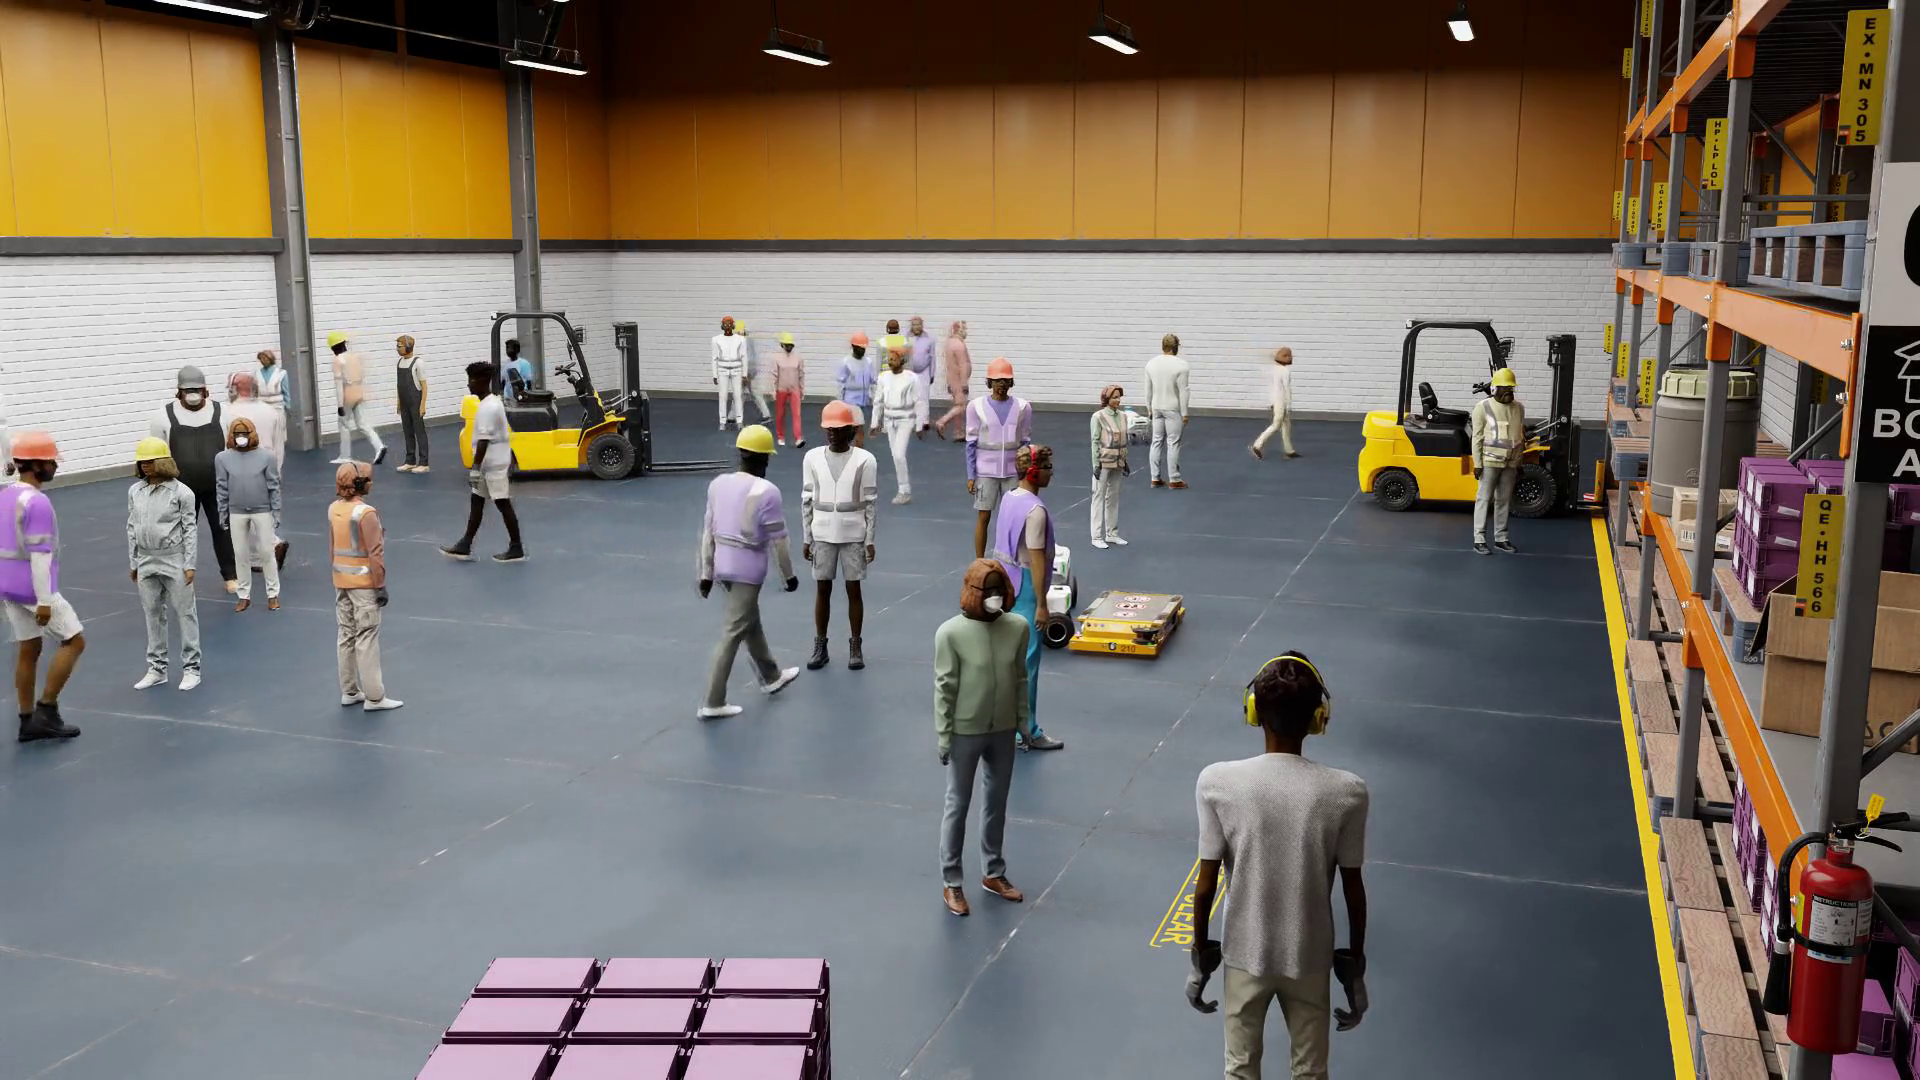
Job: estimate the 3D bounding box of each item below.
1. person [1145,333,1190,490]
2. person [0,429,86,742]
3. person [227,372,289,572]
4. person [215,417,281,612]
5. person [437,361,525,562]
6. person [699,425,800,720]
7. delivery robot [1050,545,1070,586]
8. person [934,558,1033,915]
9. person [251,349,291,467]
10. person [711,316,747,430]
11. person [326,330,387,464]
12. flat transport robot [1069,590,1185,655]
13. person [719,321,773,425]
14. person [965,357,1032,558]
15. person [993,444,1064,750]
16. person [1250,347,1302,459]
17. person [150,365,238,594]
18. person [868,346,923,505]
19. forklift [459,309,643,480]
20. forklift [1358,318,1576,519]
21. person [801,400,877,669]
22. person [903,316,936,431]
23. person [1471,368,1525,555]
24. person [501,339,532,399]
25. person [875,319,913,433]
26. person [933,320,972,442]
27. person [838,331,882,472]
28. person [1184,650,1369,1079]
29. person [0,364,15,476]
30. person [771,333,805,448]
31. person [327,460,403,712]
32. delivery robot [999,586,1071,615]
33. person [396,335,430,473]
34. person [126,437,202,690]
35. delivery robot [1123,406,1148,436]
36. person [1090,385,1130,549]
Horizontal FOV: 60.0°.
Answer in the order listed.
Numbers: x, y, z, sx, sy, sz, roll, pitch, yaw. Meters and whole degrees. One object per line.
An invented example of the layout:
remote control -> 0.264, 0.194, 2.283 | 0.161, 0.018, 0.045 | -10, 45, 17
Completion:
person -> 2.580, -1.596, 20.695 | 0.628, 1.939, 0.375 | 9, 13, 41
person -> -5.610, 0.289, 10.133 | 0.556, 1.918, 0.445 | 7, 13, 36
person -> -6.466, -0.600, 15.241 | 0.676, 1.882, 0.654 | 4, 11, 20
person -> -5.885, -0.212, 13.786 | 0.501, 1.626, 0.282 | -2, 10, -12
person -> -4.602, -0.725, 15.796 | 0.913, 1.927, 0.638 | -2, 10, -12
person -> -1.333, 0.191, 10.808 | 0.587, 1.869, 0.992 | 9, 14, 43
delivery robot -> 0.754, 0.213, 14.140 | 0.477, 0.478, 0.707 | 1, 10, 6
person -> 0.111, 0.881, 7.602 | 0.503, 1.632, 0.274 | -6, 12, -30
person -> -9.383, -1.792, 22.692 | 0.522, 1.624, 0.400 | -1, 10, -4
person -> -3.769, -2.721, 27.218 | 0.574, 1.875, 0.345 | -2, 10, -9
person -> -8.364, -1.957, 22.949 | 0.844, 1.877, 0.621 | 3, 11, 17
flat transport robot -> 1.318, 0.622, 12.899 | 0.652, 0.197, 1.431 | 3, 10, 16
person -> -3.592, -2.797, 27.973 | 0.928, 1.768, 0.608 | 2, 10, 11
person -> 0.353, -0.608, 14.833 | 0.605, 2.045, 0.377 | -2, 10, -13
person -> 0.385, 0.339, 10.057 | 0.396, 1.847, 0.565 | -3, 11, -17
person -> 4.494, -1.939, 23.577 | 0.791, 1.606, 0.511 | -2, 10, -10
person -> -6.543, -0.513, 14.307 | 0.701, 2.000, 0.536 | -5, 11, -28
person -> -0.751, -1.333, 19.459 | 0.588, 1.855, 0.619 | 8, 13, 37
forklift -> -5.354, -1.902, 21.697 | 2.313, 2.155, 1.214 | -2, 10, -13
forklift -> 5.787, -1.437, 19.079 | 2.313, 2.155, 1.214 | 3, 11, 19
person -> -0.865, -0.032, 11.884 | 0.542, 1.939, 0.365 | 1, 10, 5
person -> -0.714, -2.713, 27.216 | 0.652, 1.863, 0.964 | 0, 10, -3
person -> 5.306, -0.774, 16.366 | 0.590, 1.833, 0.404 | -4, 11, -20
person -> -6.560, -2.157, 24.678 | 0.545, 1.649, 0.880 | 6, 12, 32
person -> -1.068, -2.644, 26.891 | 0.622, 1.838, 0.429 | -2, 10, -14
person -> -0.081, -2.421, 25.472 | 0.595, 1.889, 0.654 | -2, 10, -11
person -> -1.428, -1.868, 22.379 | 0.553, 1.904, 0.968 | -9, 14, -42
person -> 0.929, 1.247, 4.883 | 0.535, 1.868, 0.309 | 2, 10, 10
person -> -9.598, -0.853, 16.315 | 0.663, 2.010, 0.541 | 3, 11, 18
person -> -2.564, -2.228, 24.885 | 0.548, 1.716, 0.935 | -4, 11, -19
person -> -3.918, 0.301, 10.850 | 0.513, 1.642, 0.313 | 8, 13, 38
delivery robot -> 0.487, 0.473, 12.678 | 0.707, 0.478, 0.477 | 0, 10, 0
person -> -7.308, -1.806, 22.147 | 0.517, 1.841, 0.325 | 6, 12, 31
person -> -5.439, 0.163, 11.342 | 0.485, 1.744, 0.294 | 1, 10, 6
delivery robot -> 2.575, -1.804, 25.501 | 0.477, 0.478, 0.707 | -5, 11, -28
person -> 1.504, -0.742, 16.728 | 0.512, 1.641, 0.309 | -10, 14, -44
